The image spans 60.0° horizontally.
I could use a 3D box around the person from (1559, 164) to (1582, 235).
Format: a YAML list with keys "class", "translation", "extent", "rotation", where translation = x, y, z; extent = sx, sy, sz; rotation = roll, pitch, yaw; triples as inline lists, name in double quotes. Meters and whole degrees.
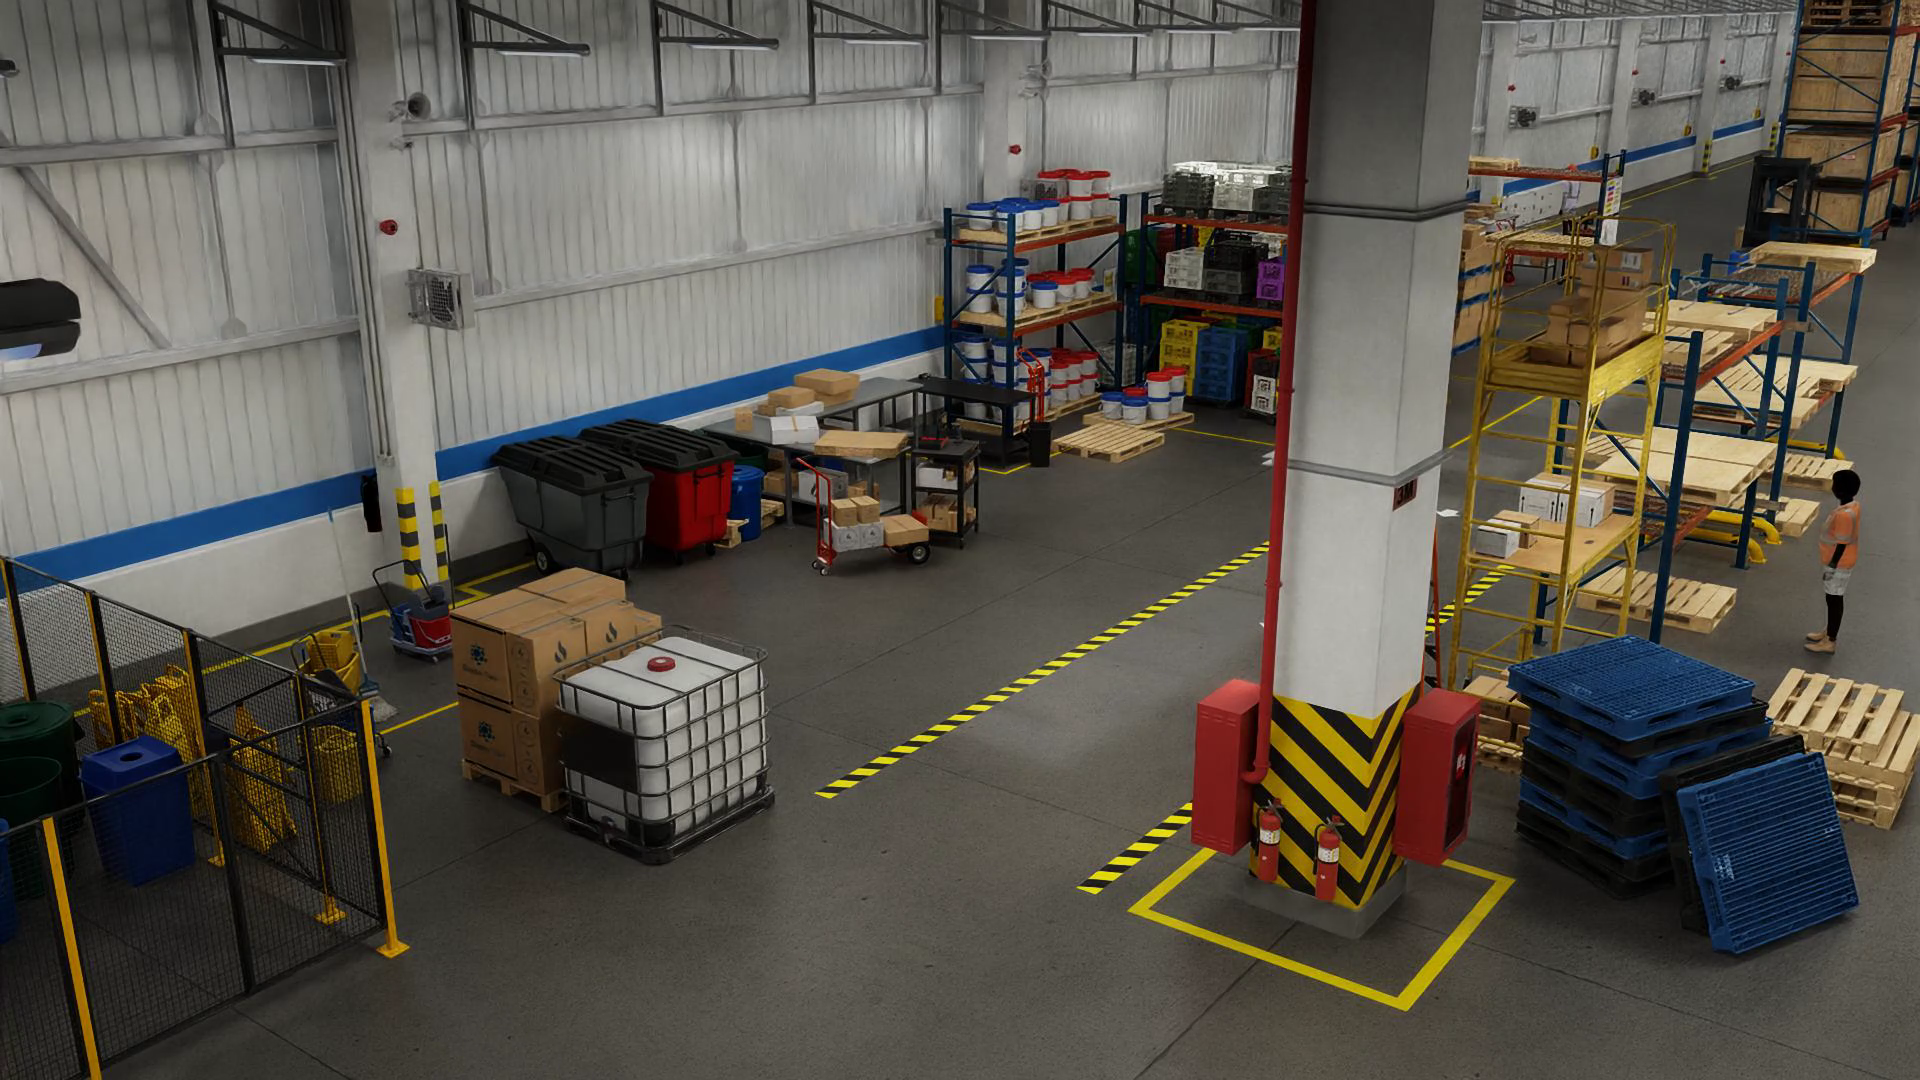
- class: "person"
  translation: [14.332, -7.866, 39.191]
  extent: [0.547, 1.938, 0.359]
  rotation: [-12, 22, -32]

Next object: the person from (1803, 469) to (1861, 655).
- class: "person"
  translation: [7.856, 0.193, 14.910]
  extent: [0.320, 1.692, 0.531]
  rotation: [11, 21, 31]

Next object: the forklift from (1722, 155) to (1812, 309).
- class: "forklift"
  translation: [15.437, -5.880, 31.617]
  extent: [1.129, 2.768, 1.873]
  rotation: [13, 22, 34]
